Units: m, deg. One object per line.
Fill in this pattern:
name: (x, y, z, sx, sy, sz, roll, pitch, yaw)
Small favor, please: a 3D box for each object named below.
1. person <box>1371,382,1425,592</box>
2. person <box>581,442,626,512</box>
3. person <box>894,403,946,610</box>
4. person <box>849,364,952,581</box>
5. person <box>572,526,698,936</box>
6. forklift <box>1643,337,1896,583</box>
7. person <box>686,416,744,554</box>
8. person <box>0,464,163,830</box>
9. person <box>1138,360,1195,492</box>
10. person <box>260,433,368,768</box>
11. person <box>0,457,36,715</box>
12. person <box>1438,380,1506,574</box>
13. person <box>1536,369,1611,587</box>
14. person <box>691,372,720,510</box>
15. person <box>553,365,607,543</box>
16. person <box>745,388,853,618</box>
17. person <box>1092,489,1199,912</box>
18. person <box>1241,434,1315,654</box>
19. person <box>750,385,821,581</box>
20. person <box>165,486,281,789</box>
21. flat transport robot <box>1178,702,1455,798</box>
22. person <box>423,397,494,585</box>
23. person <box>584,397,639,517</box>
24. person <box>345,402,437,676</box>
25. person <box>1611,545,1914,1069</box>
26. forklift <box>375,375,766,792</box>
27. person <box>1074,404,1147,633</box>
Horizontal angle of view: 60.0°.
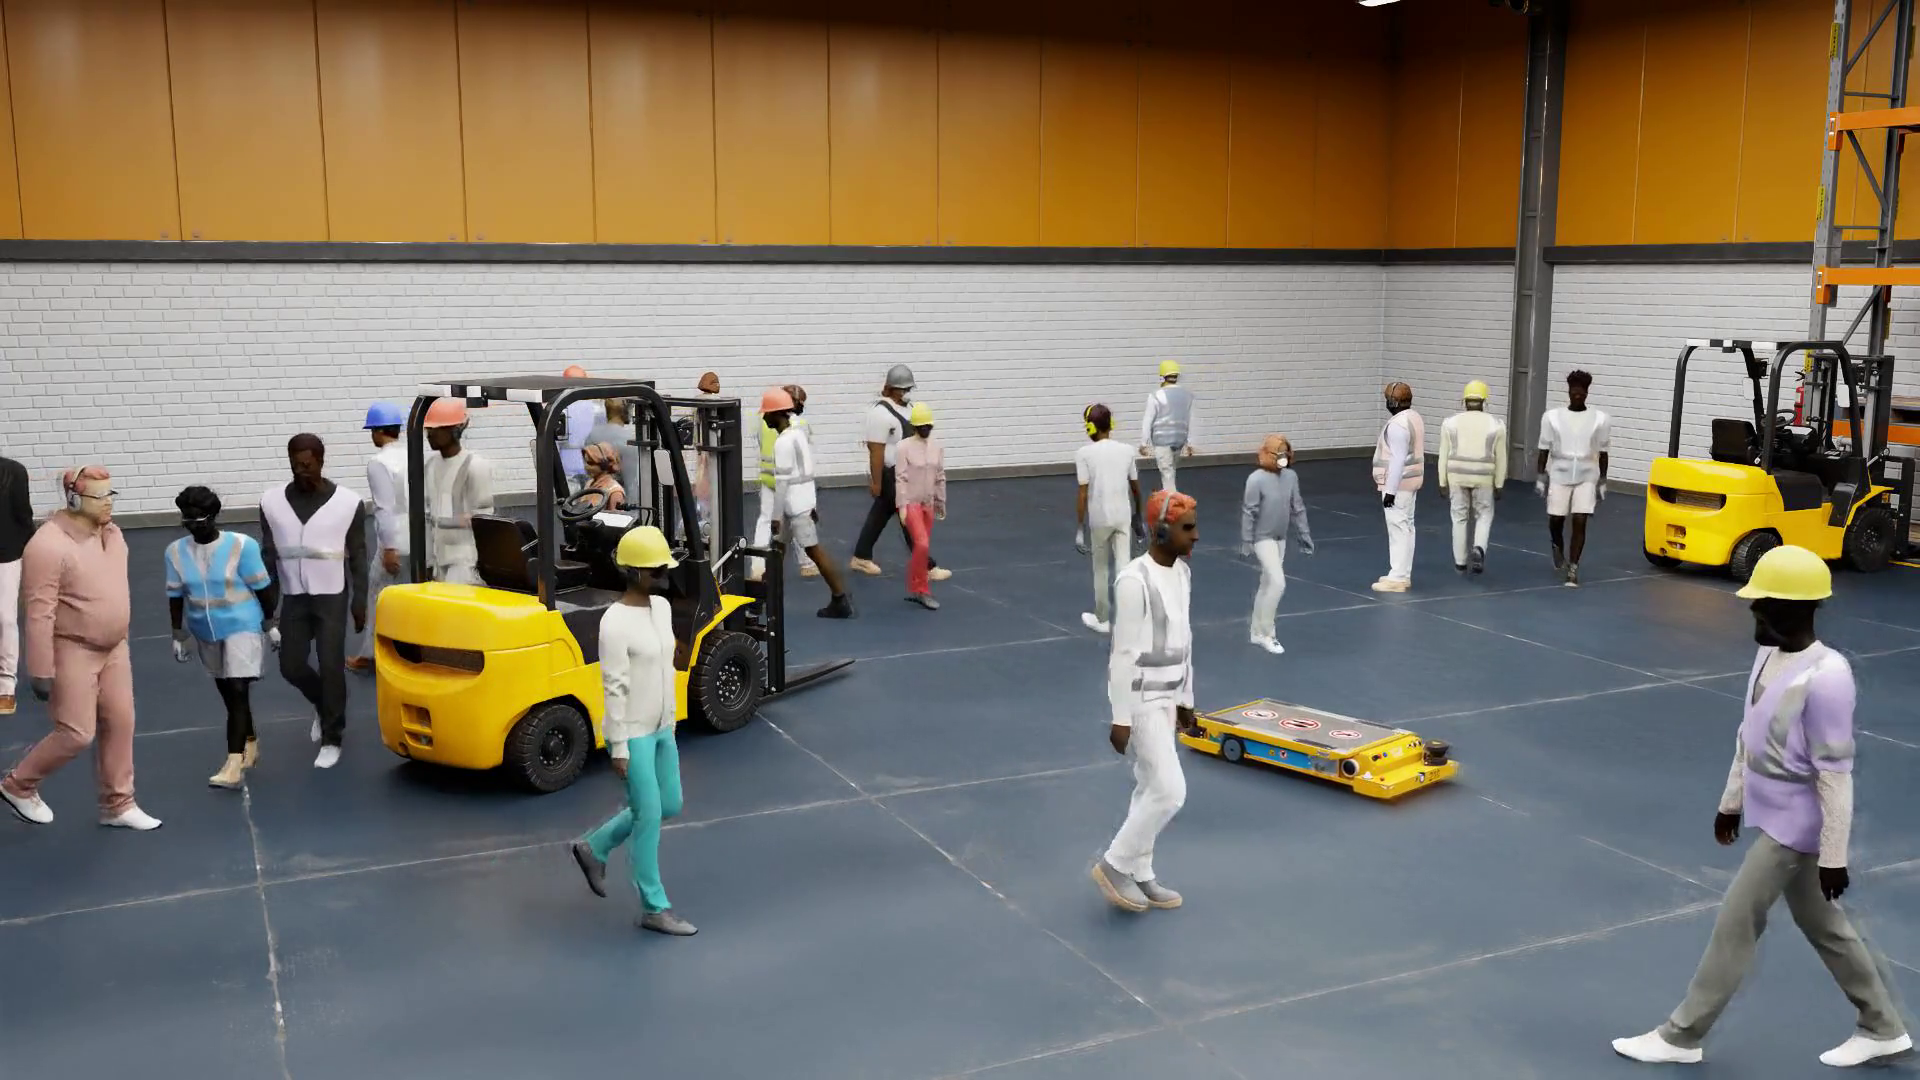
person: (3.832, -0.463, 14.589, 0.430, 1.841, 0.624, 5, 10, 29)
person: (-2.451, 0.143, 11.446, 0.308, 1.638, 0.511, -7, 12, -37)
person: (-0.315, -0.279, 13.778, 0.561, 1.722, 0.647, -8, 12, -42)
person: (-0.592, -0.658, 15.165, 1.039, 2.000, 0.678, 3, 10, 17)
person: (-1.403, 0.796, 7.052, 0.581, 1.752, 0.532, 3, 10, 19)
forklift: (7.551, -0.789, 15.507, 2.313, 2.155, 1.214, -4, 10, -25)
person: (-2.189, -0.346, 14.205, 0.713, 1.732, 0.539, 0, 9, -1)
person: (-4.393, 0.548, 8.202, 0.657, 1.877, 0.686, 1, 9, 8)
person: (2.287, -1.123, 18.787, 0.598, 1.803, 0.766, -5, 11, -30)
person: (-3.667, 0.324, 9.494, 0.599, 1.901, 0.508, 0, 9, -1)
person: (-6.269, 0.101, 10.689, 0.624, 1.968, 0.815, -4, 10, -22)
person: (4.684, -0.558, 15.250, 0.597, 1.818, 0.512, 3, 10, 19)
person: (5.528, -0.576, 15.002, 0.610, 1.937, 0.734, 3, 10, 21)
person: (-2.929, -1.149, 19.471, 0.507, 1.631, 0.266, 6, 11, 35)
person: (-3.566, -0.666, 15.565, 0.557, 1.929, 0.375, -4, 10, -24)
person: (-1.351, -0.282, 13.377, 1.054, 1.868, 0.553, 1, 9, 5)
person: (0.846, 0.712, 7.229, 0.443, 1.865, 0.584, 5, 10, 28)
person: (2.342, 0.028, 12.248, 0.518, 1.610, 0.554, -9, 12, -43)
person: (-1.598, -0.501, 15.022, 0.641, 1.788, 0.944, 7, 11, 36)
person: (-4.042, 0.522, 9.035, 0.558, 1.648, 0.825, 1, 9, 5)
flat transport robot: (1.997, 1.150, 9.427, 0.652, 0.197, 1.431, -8, 12, -42)
person: (-3.172, 0.112, 10.419, 0.644, 2.029, 0.421, 8, 12, 41)
person: (-2.613, -0.194, 12.672, 0.631, 1.926, 0.455, 8, 12, 42)
person: (-3.899, 0.008, 11.457, 0.917, 1.898, 0.624, 3, 10, 18)
person: (2.878, 0.942, 5.767, 1.010, 1.881, 0.600, 2, 9, 11)
forklift: (-2.268, 0.149, 9.685, 1.214, 2.155, 2.313, 6, 11, 32)
person: (1.139, -0.116, 12.538, 0.615, 1.805, 0.944, -2, 9, -13)
